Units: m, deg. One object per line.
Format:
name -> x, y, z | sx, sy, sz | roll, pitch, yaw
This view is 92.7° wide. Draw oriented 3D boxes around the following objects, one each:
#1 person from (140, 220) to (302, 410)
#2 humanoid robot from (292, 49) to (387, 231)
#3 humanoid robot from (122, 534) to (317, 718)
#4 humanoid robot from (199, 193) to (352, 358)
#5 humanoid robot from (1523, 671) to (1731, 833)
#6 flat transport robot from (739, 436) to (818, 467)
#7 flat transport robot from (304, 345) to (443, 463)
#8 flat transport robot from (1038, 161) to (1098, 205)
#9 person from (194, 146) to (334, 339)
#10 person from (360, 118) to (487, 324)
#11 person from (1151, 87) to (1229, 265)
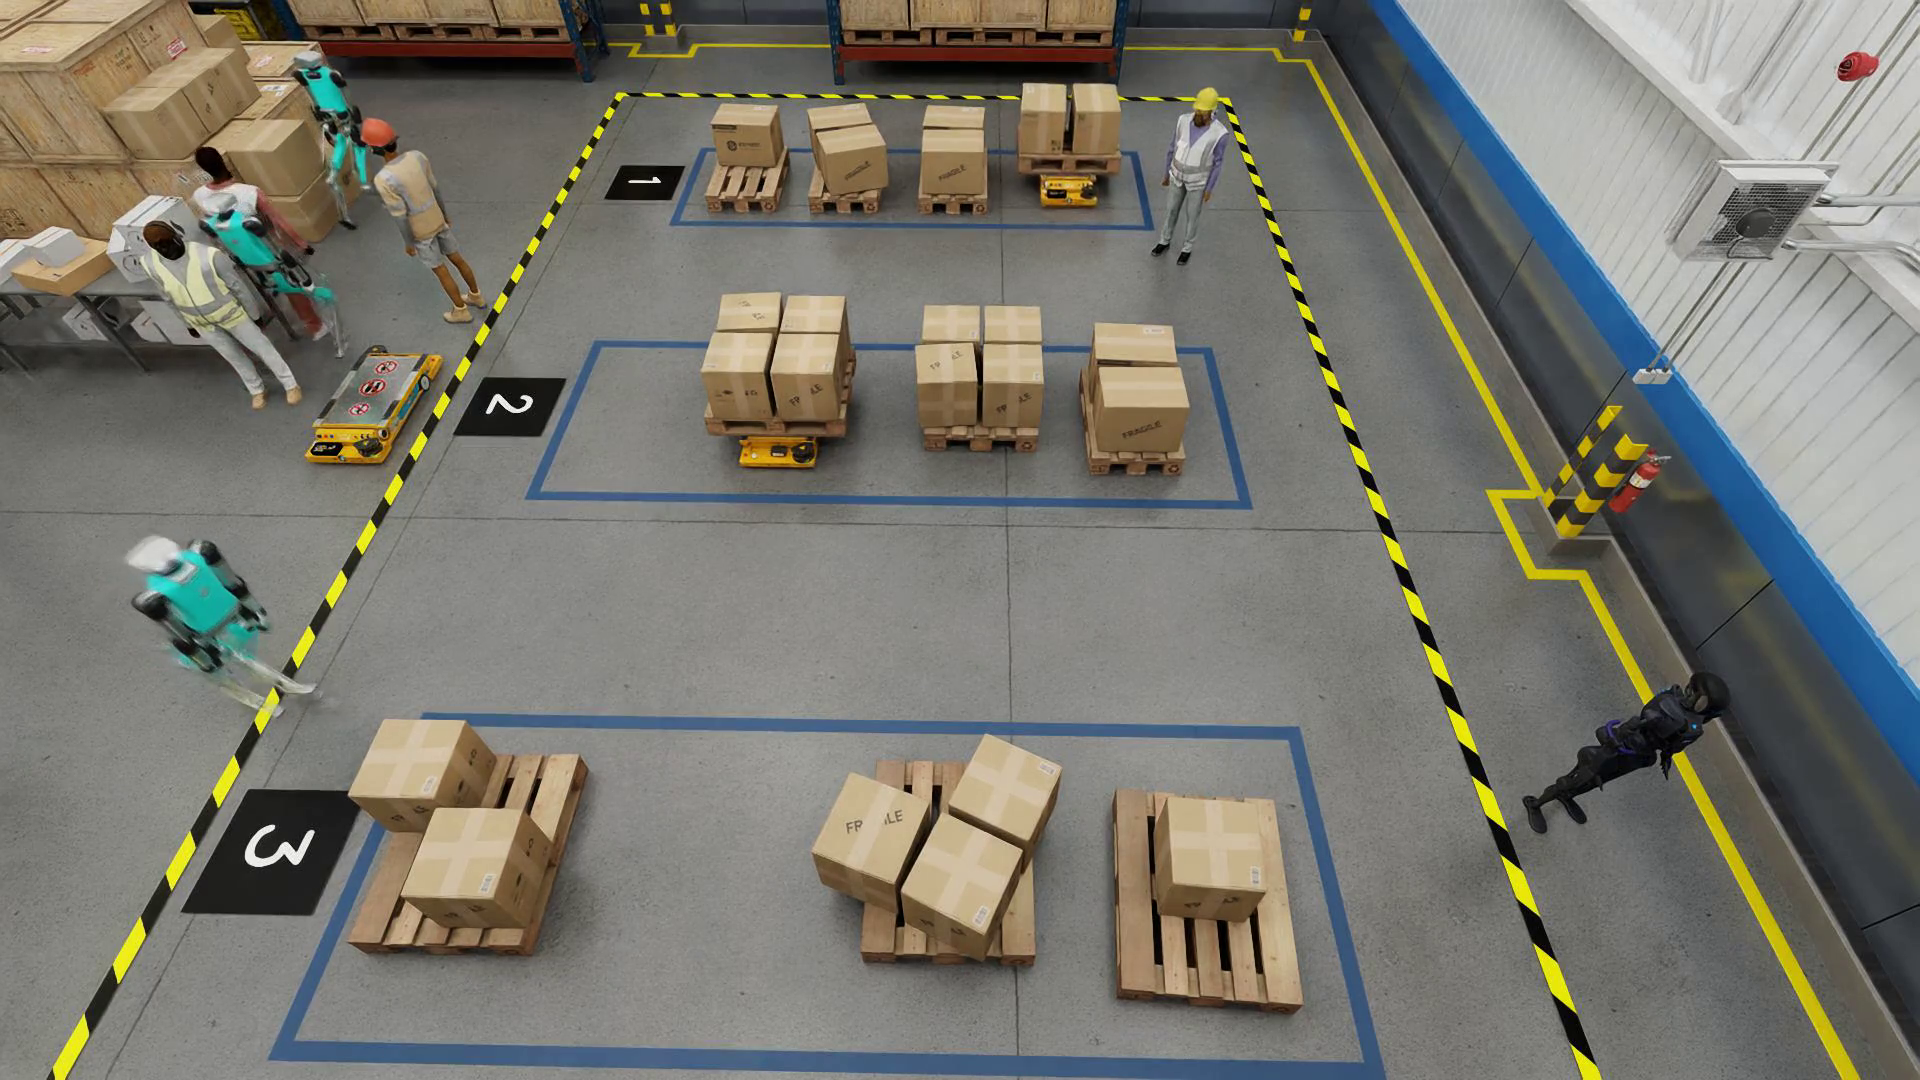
person -> -6.432, -1.932, 7.979 | 0.622, 1.837, 0.429 | -12, 51, -10
humanoid robot -> -6.879, -4.290, 10.045 | 0.532, 1.767, 0.961 | 6, 50, 5
humanoid robot -> -4.849, 0.548, 5.857 | 0.734, 1.679, 0.534 | 9, 50, 8
humanoid robot -> -6.218, -2.514, 8.519 | 0.546, 1.748, 0.806 | 3, 50, 2
humanoid robot -> 3.920, 1.256, 5.371 | 0.599, 1.657, 0.315 | -7, 50, -6
flat transport robot -> -1.582, -1.235, 8.394 | 0.652, 0.197, 1.431 | 1, 50, 1
flat transport robot -> -5.383, -1.269, 8.441 | 0.659, 0.231, 1.431 | 1, 50, 1
flat transport robot -> 1.297, -4.555, 11.203 | 0.652, 0.197, 1.431 | 1, 50, 1
person -> -6.501, -2.764, 8.636 | 0.634, 1.905, 0.513 | 3, 50, 2
person -> -5.116, -3.002, 8.744 | 0.366, 2.048, 0.605 | 13, 51, 10
person -> 2.379, -3.758, 9.519 | 0.589, 1.837, 0.404 | 29, 56, 22
